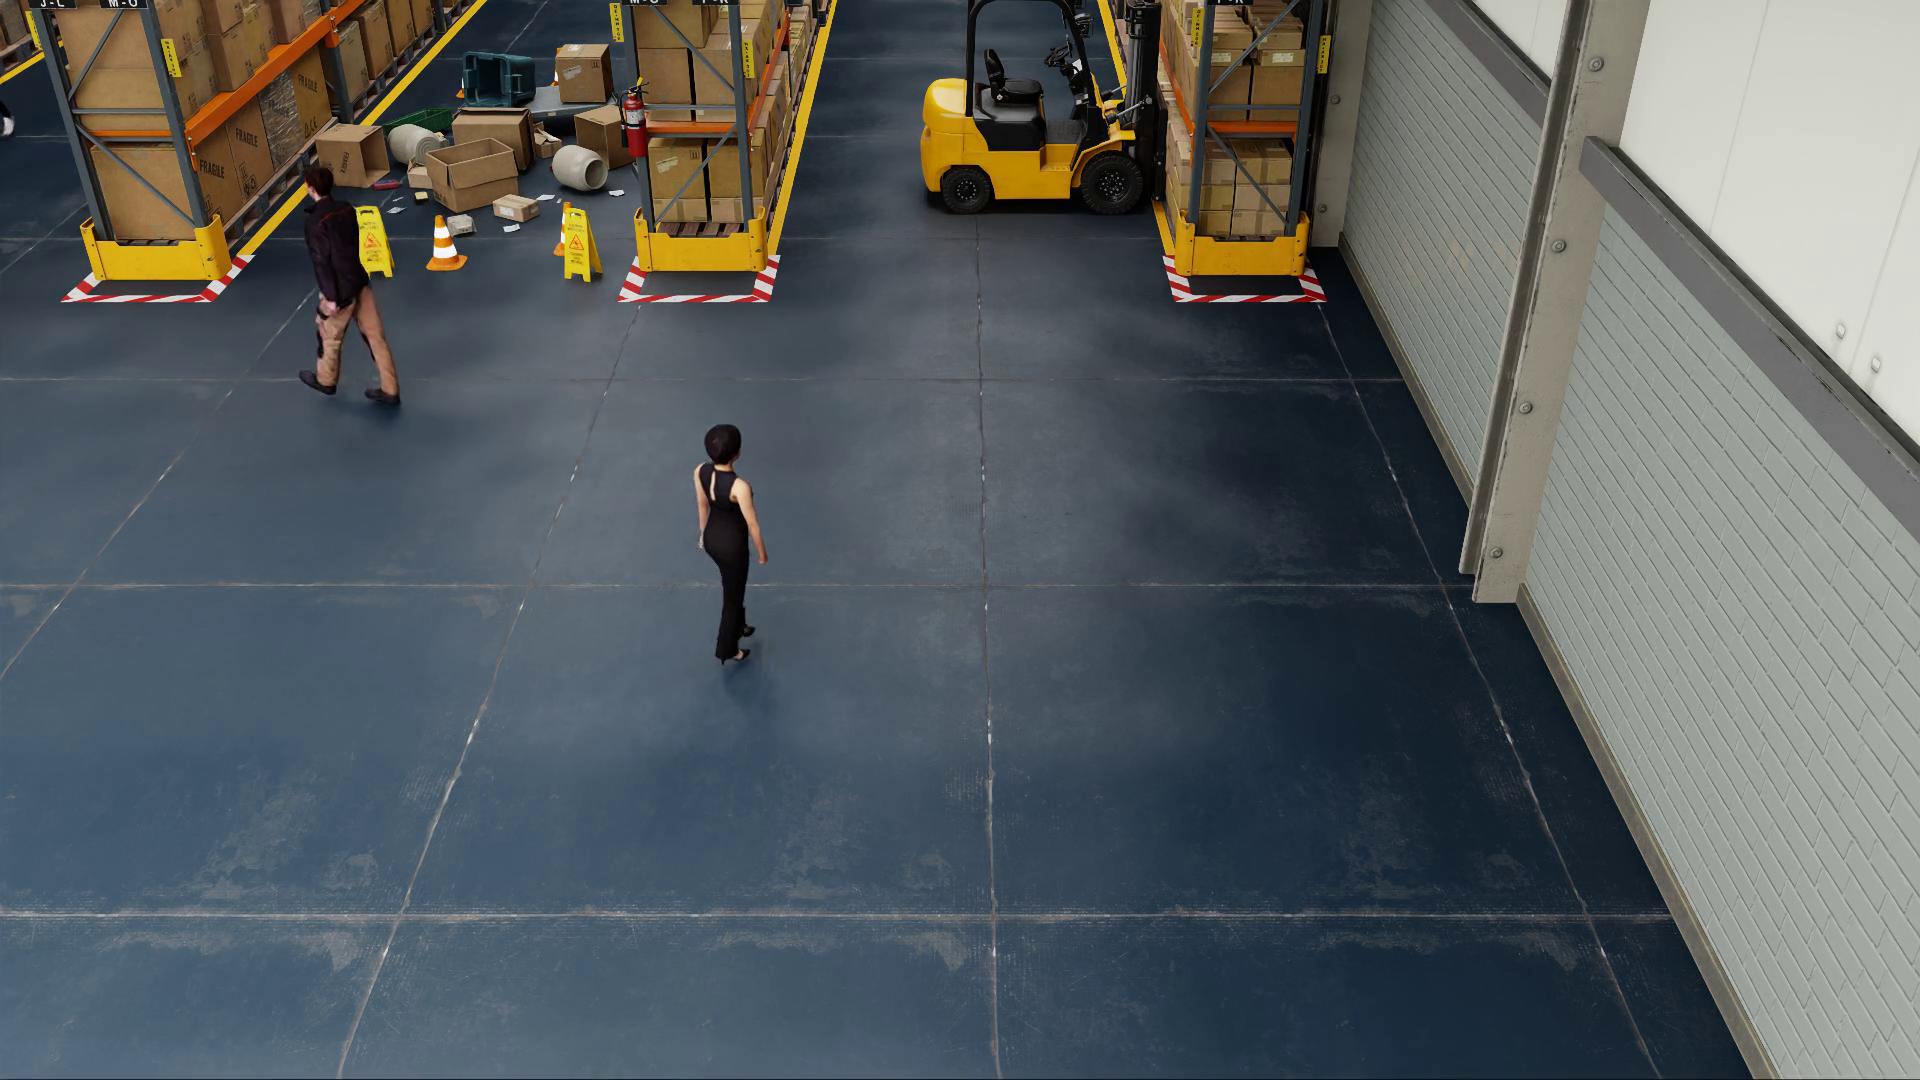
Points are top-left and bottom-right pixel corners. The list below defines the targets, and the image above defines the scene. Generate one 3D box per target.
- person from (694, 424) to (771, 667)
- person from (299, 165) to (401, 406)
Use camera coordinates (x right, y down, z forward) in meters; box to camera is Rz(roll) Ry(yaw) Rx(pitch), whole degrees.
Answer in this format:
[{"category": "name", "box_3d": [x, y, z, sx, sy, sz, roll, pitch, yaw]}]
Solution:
[{"category": "person", "box_3d": [-1.426, 0.073, 9.801, 0.741, 1.588, 0.797, 24, 40, 33]}, {"category": "person", "box_3d": [-4.582, -1.871, 12.601, 1.073, 1.889, 1.163, 13, 34, 19]}]
